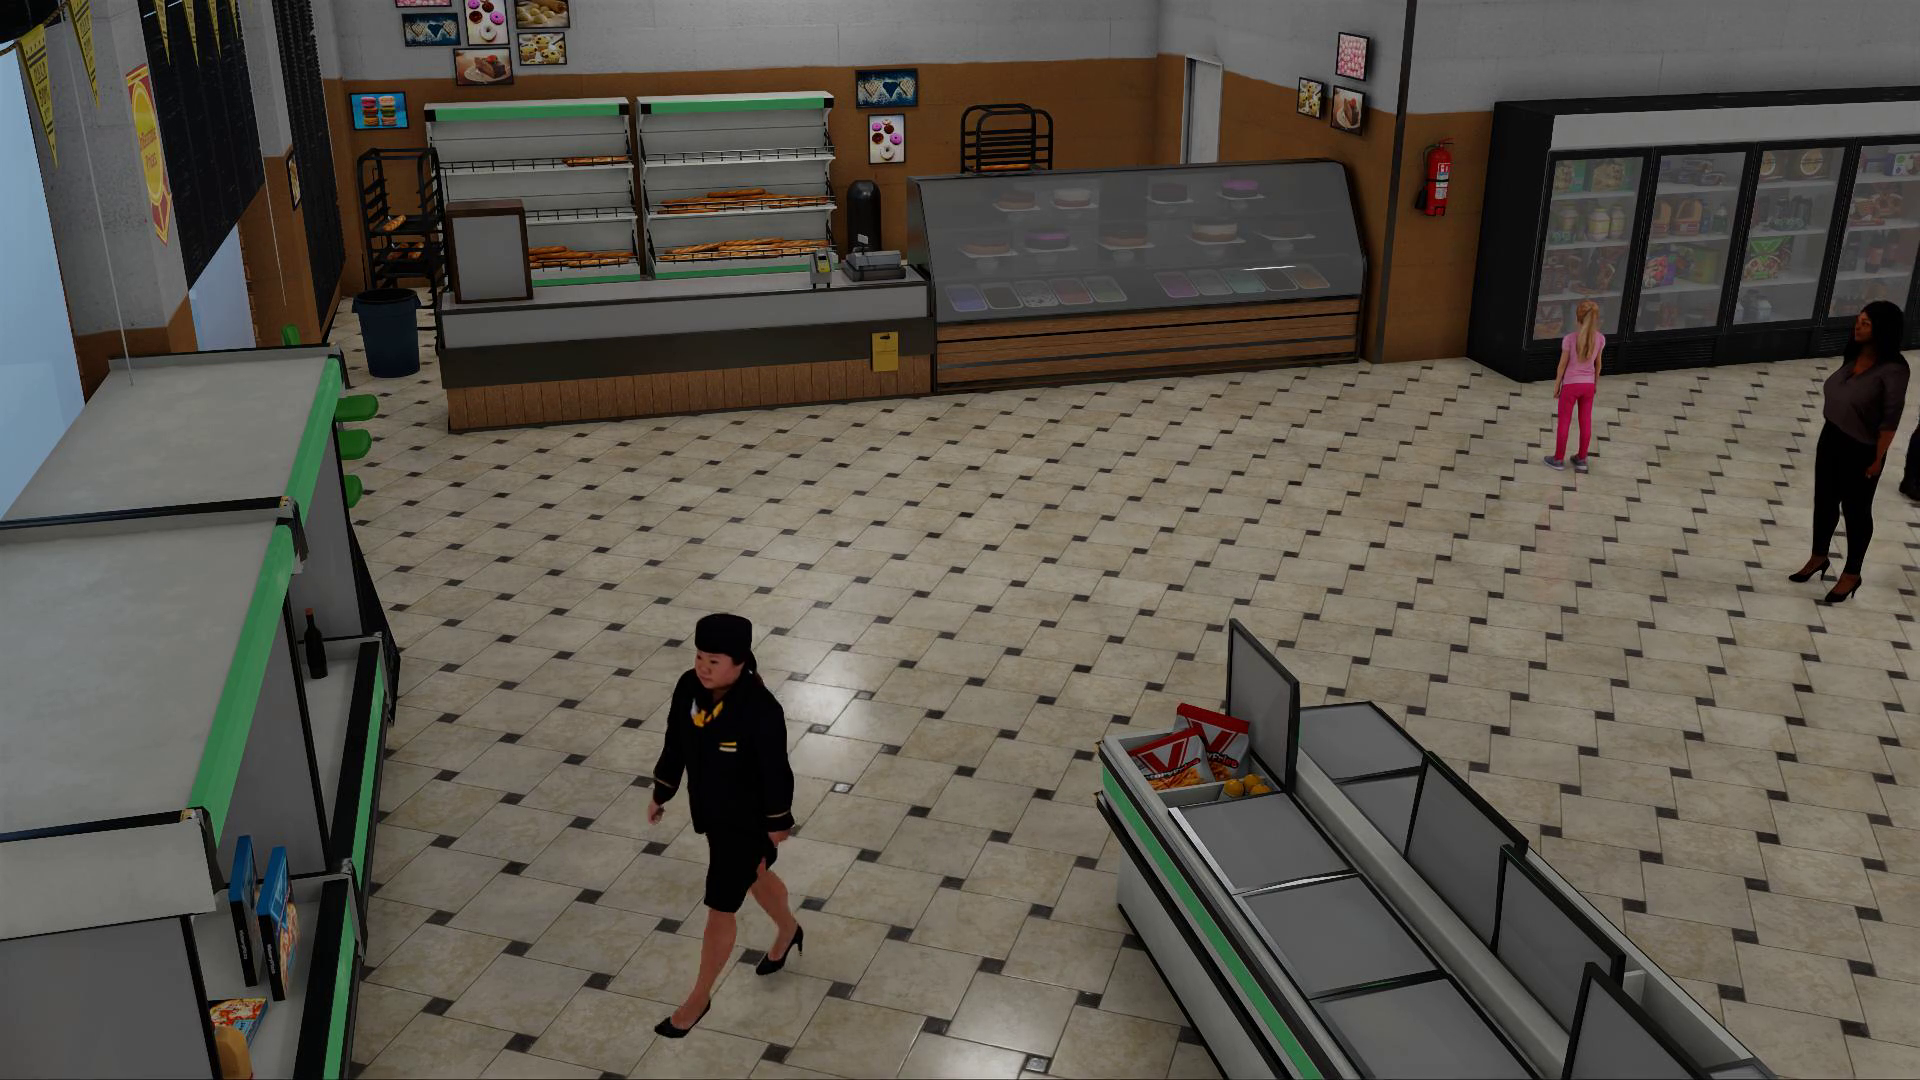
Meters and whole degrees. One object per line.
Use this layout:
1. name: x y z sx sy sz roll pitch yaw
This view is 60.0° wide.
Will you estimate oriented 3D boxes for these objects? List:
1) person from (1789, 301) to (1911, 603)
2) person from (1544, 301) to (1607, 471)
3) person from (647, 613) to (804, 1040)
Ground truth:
1. person: 5.400 -0.540 10.041 0.712 1.841 0.533 -5 22 -11
2. person: 4.585 -1.149 12.322 0.511 1.270 0.528 -2 22 -4
3. person: -0.806 1.040 6.397 1.066 1.627 1.108 -20 30 -41
